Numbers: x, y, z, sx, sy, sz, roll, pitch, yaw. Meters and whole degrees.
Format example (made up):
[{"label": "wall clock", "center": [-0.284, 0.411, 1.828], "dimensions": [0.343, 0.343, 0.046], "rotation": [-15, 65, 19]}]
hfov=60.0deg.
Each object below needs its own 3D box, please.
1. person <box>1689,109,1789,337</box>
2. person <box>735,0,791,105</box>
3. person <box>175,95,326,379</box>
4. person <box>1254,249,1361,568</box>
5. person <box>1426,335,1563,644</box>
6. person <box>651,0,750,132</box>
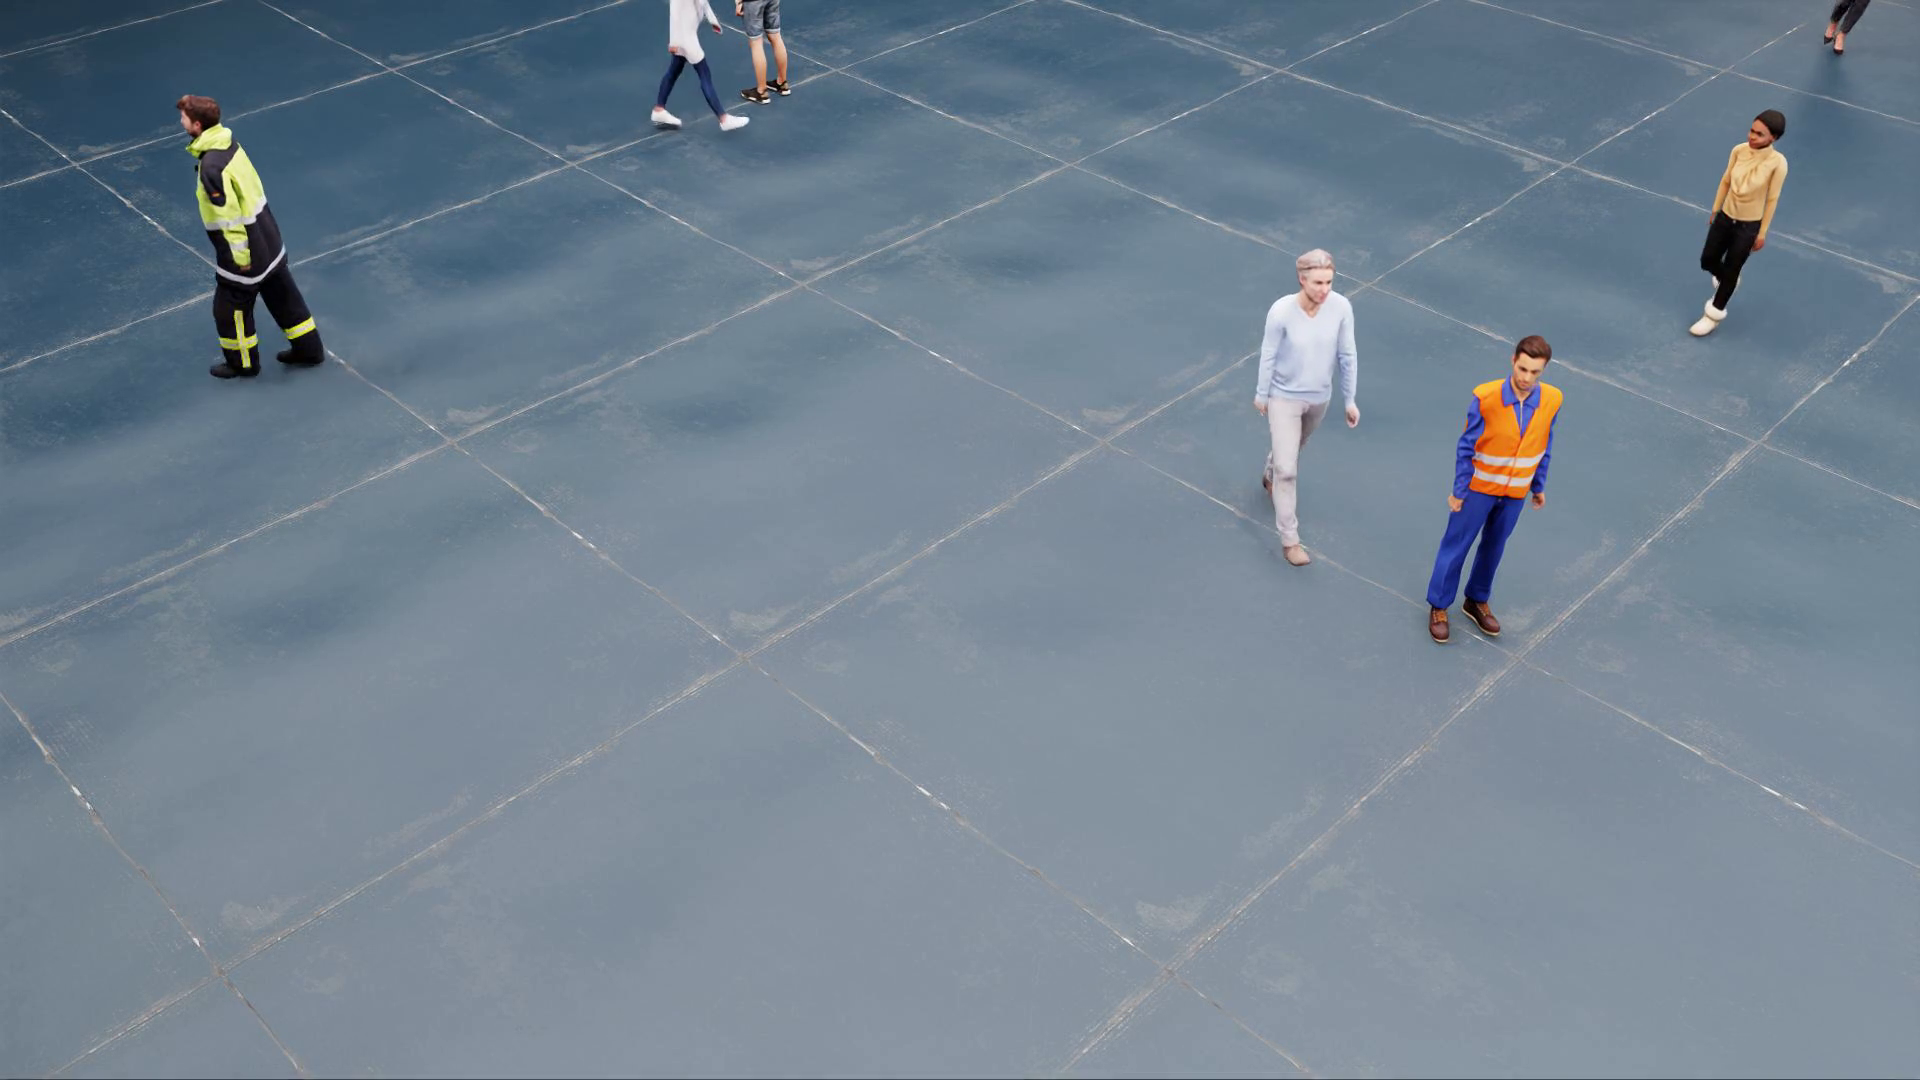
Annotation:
[{"label": "person", "center": [5.450, -2.212, 11.515], "dimensions": [0.806, 1.647, 0.650], "rotation": [-24, 43, -28]}, {"label": "person", "center": [-1.773, -4.843, 14.813], "dimensions": [0.711, 1.843, 0.488], "rotation": [28, 45, 32]}, {"label": "person", "center": [-4.616, -1.977, 10.951], "dimensions": [1.154, 1.954, 1.075], "rotation": [-5, 37, -6]}, {"label": "person", "center": [1.919, -0.853, 9.569], "dimensions": [1.273, 1.838, 1.185], "rotation": [-8, 38, -10]}, {"label": "person", "center": [2.826, -0.281, 8.798], "dimensions": [0.765, 1.861, 0.851], "rotation": [-4, 37, -5]}, {"label": "person", "center": [-2.433, -4.329, 14.230], "dimensions": [1.147, 1.731, 1.126], "rotation": [2, 37, 3]}]
